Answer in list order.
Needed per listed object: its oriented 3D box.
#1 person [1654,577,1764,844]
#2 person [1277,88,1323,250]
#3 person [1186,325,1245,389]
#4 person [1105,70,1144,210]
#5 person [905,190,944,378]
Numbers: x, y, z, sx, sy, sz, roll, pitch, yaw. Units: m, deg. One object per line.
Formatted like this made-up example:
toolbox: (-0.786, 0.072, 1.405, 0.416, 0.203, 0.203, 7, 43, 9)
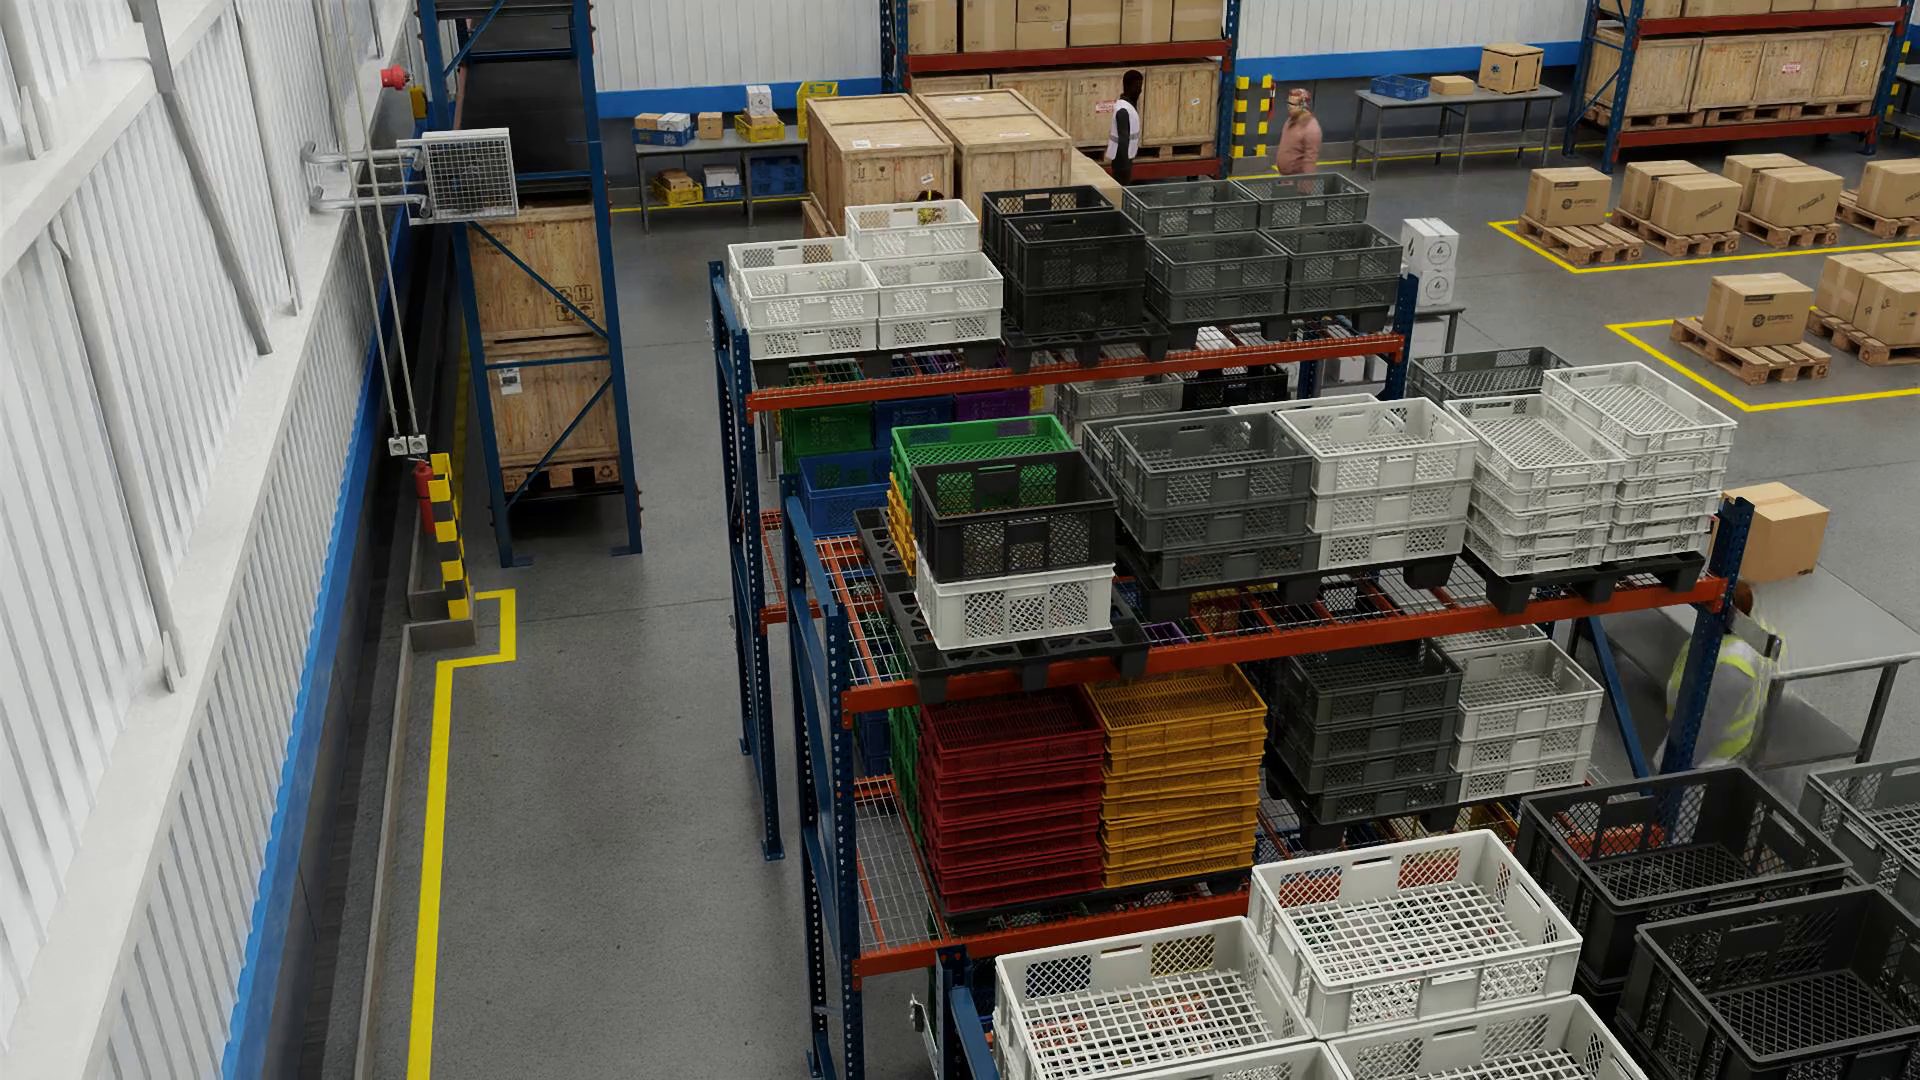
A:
person: (3.804, 0.980, 8.509, 0.432, 1.822, 0.642, 11, 30, 19)
person: (3.508, -3.783, 17.467, 0.397, 1.900, 0.655, -5, 28, -10)
person: (1.859, -0.947, 12.095, 0.337, 1.882, 0.585, -15, 31, -26)
person: (1.787, -4.164, 18.170, 0.391, 1.913, 0.587, 3, 28, 6)
person: (-0.342, -2.137, 14.403, 0.576, 1.836, 0.526, -3, 28, -5)
